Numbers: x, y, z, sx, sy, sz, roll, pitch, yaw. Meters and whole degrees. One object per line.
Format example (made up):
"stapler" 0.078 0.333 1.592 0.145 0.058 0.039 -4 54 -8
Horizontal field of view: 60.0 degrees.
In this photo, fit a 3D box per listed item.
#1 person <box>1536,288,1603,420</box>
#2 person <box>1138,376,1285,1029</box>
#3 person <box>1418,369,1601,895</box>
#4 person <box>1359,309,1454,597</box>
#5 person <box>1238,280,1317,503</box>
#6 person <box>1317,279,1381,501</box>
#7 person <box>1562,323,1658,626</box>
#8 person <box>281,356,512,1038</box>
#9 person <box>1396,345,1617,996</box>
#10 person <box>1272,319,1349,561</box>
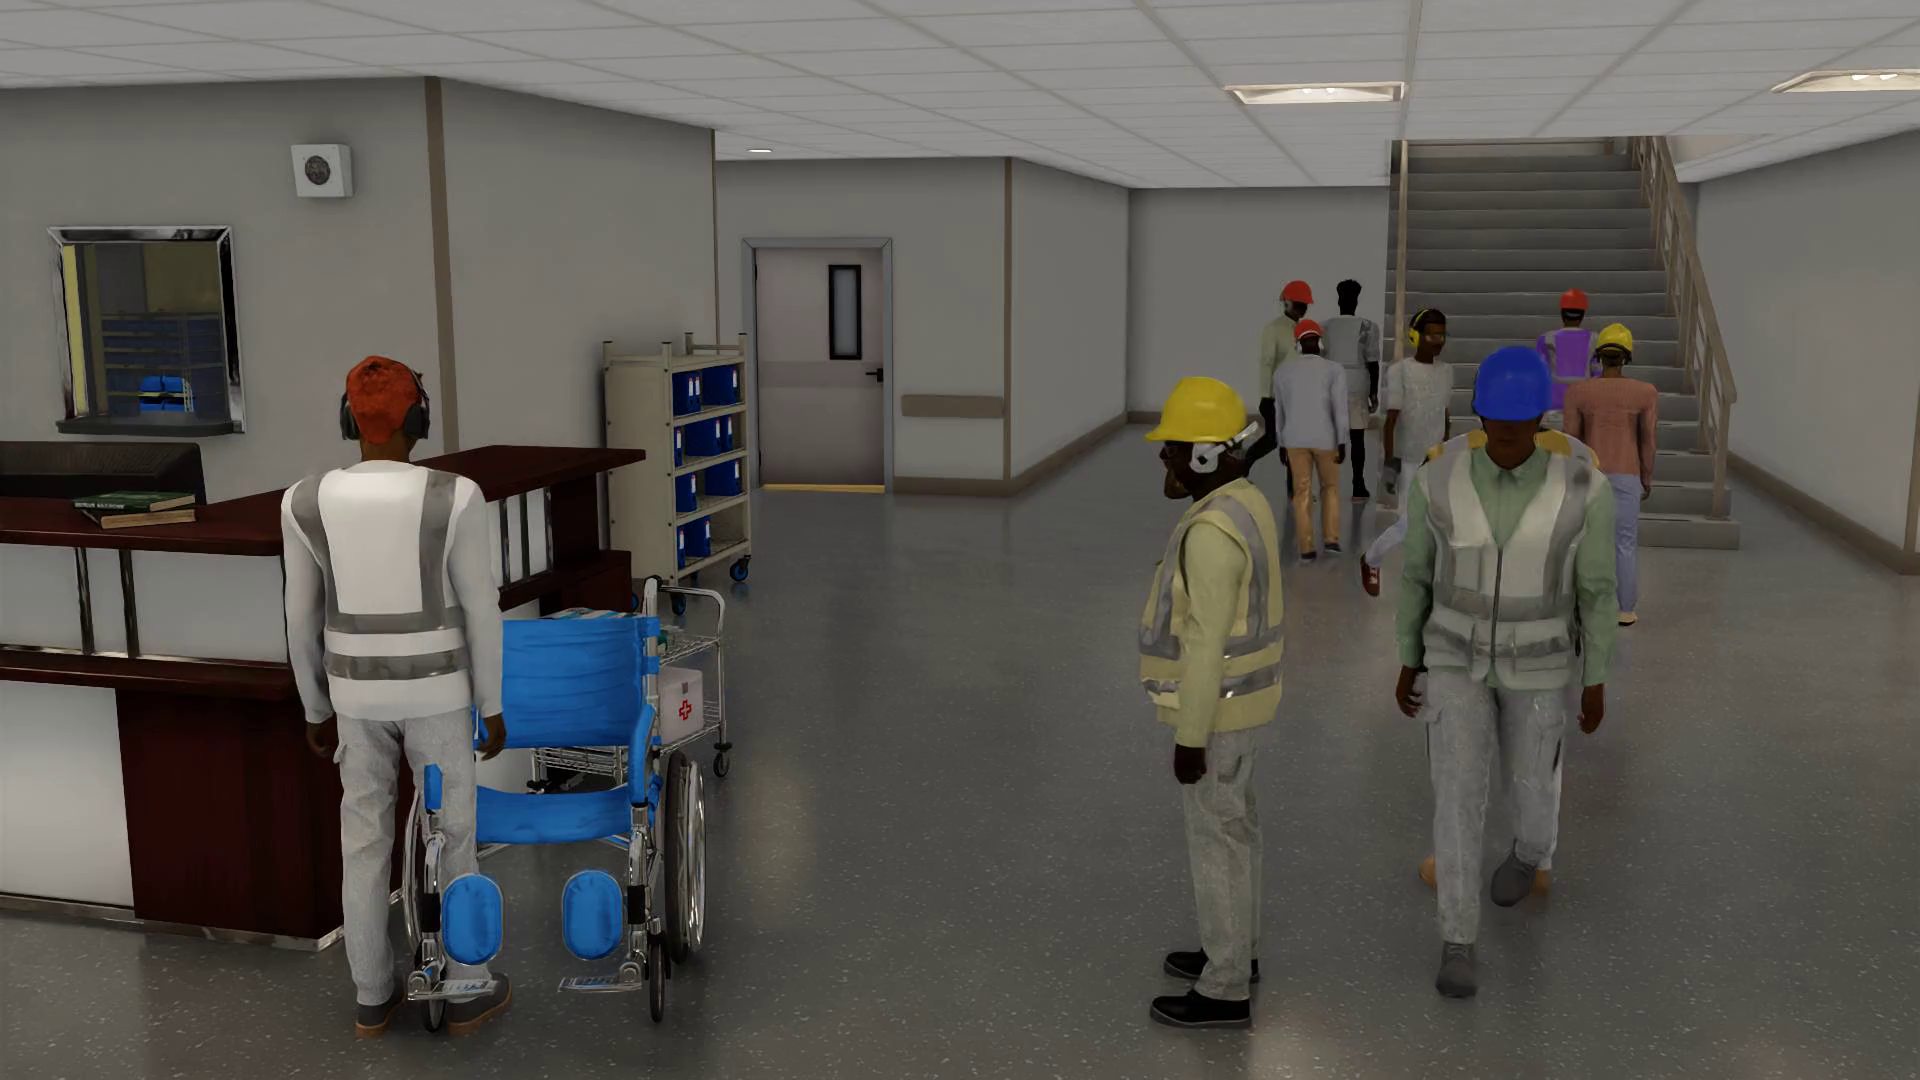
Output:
"person" 5.005 -1.120 13.714 0.551 1.911 0.899 2 10 14
"person" 0.705 0.452 4.705 0.405 1.823 0.588 3 10 15
"person" 1.798 0.293 5.579 0.625 1.843 0.430 -1 10 -5
"person" 2.755 -0.482 10.130 0.510 1.854 0.569 -4 11 -25
"person" 2.796 -1.309 14.673 0.654 1.967 0.805 -8 13 -39
"person" 3.414 -1.322 14.727 0.603 1.961 0.368 4 10 22
"person" 3.786 -0.378 9.746 0.526 1.769 0.328 3 10 19
"person" -1.530 0.440 4.571 0.572 1.887 0.356 0 10 0
"person" 1.656 0.348 5.061 0.634 1.911 0.828 4 10 23
"person" 2.503 -0.717 11.909 0.572 1.706 0.555 4 10 23
